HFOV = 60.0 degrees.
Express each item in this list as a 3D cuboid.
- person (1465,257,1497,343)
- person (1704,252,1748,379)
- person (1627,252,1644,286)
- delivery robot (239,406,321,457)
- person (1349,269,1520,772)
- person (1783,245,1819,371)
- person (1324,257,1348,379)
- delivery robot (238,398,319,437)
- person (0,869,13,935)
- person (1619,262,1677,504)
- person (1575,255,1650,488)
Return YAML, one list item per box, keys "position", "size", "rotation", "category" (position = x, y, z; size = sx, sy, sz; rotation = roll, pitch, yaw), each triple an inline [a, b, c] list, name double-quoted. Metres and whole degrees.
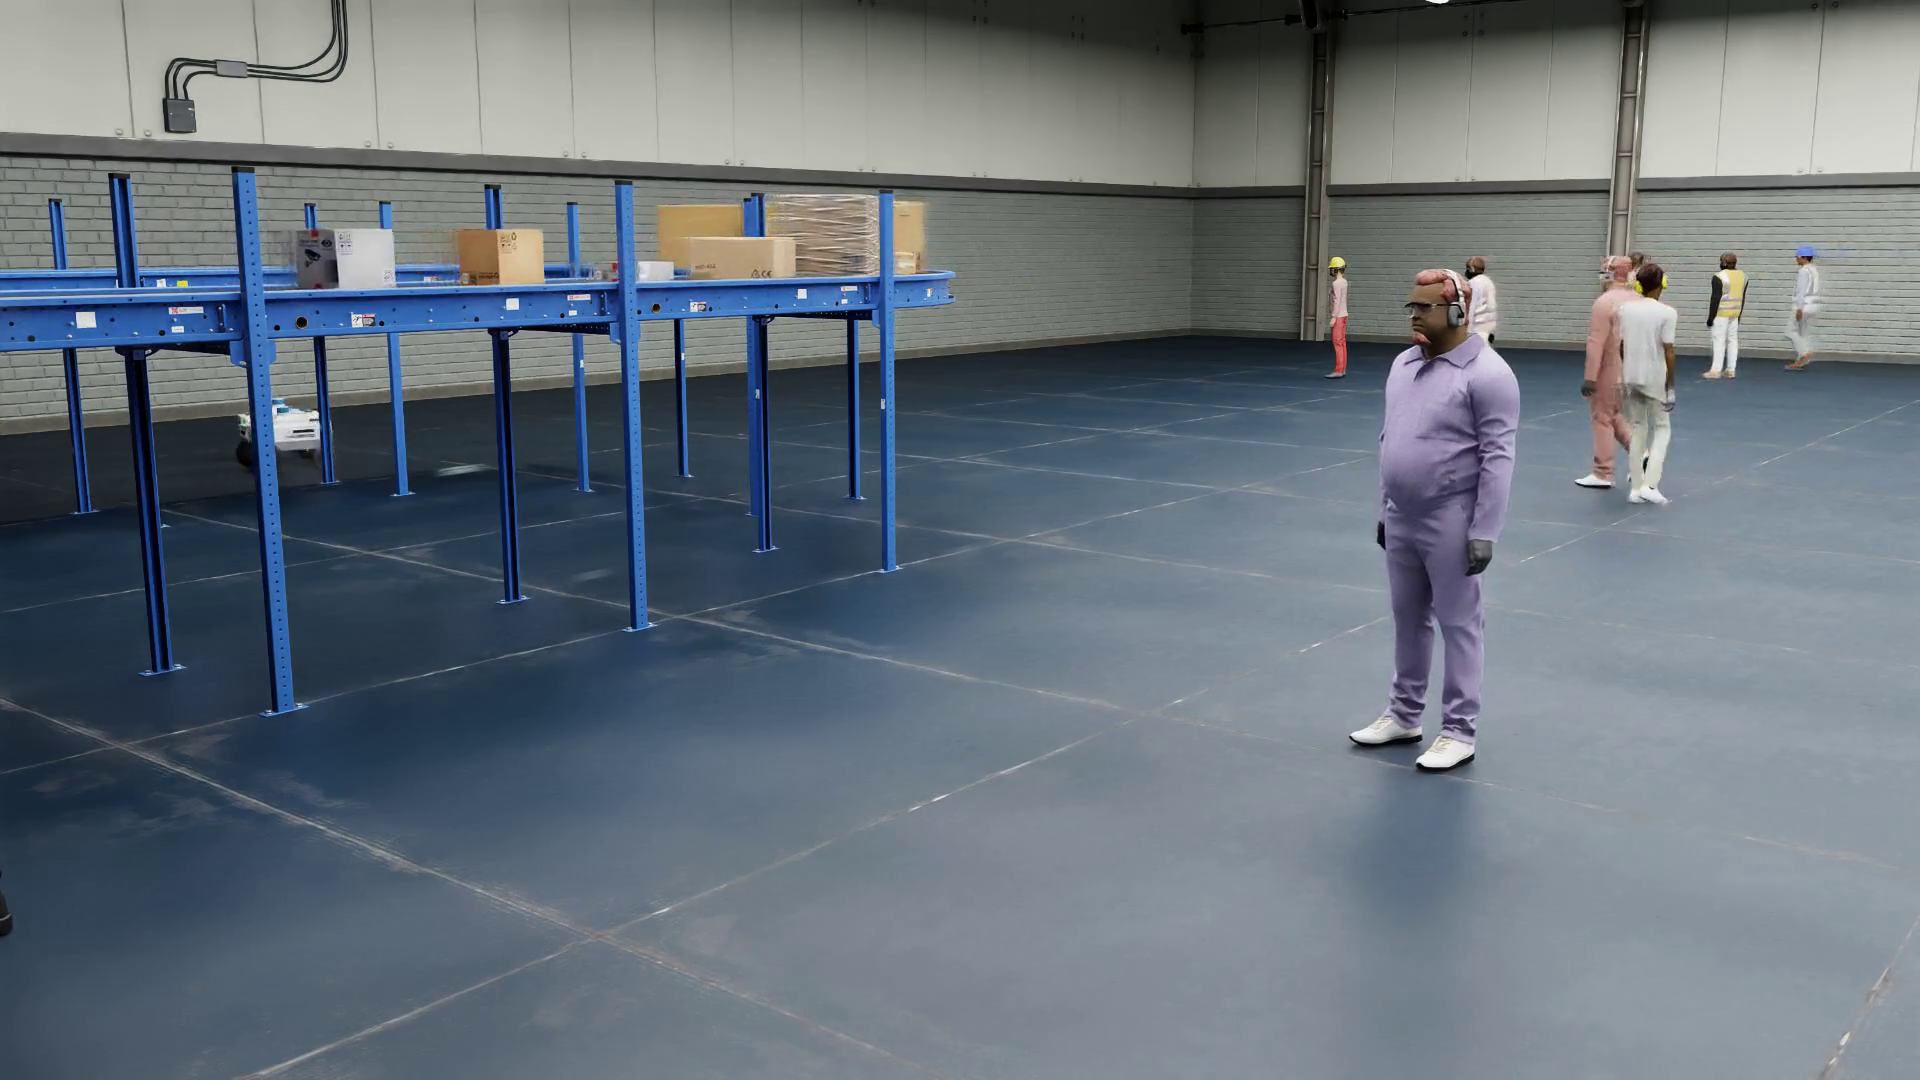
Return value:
- position: [6.592, -2.632, 20.853]
  size: [0.669, 1.811, 0.645]
  rotation: [7, 12, 35]
  category: "person"
- position: [11.243, -3.304, 24.458]
  size: [0.633, 1.841, 0.429]
  rotation: [-4, 11, -23]
  category: "person"
- position: [10.581, -3.612, 26.207]
  size: [0.504, 1.822, 0.646]
  rotation: [-7, 12, -32]
  category: "person"
- position: [-6.024, -0.949, 14.834]
  size: [0.707, 0.478, 0.477]
  rotation: [-7, 13, -35]
  category: "delivery robot"
- position: [1.817, -0.080, 6.412]
  size: [0.399, 1.909, 0.642]
  rotation: [-5, 11, -25]
  category: "person"
- position: [13.061, -3.593, 25.794]
  size: [0.437, 1.933, 0.643]
  rotation: [9, 13, 40]
  category: "person"
- position: [5.527, -3.265, 24.451]
  size: [0.326, 1.767, 0.533]
  rotation: [5, 11, 26]
  category: "person"
- position: [-6.379, -1.087, 15.595]
  size: [0.707, 0.478, 0.477]
  rotation: [-6, 12, -29]
  category: "delivery robot"
- position: [-2.996, 0.206, 4.743]
  size: [0.357, 1.938, 0.542]
  rotation: [-10, 14, -44]
  category: "person"
- position: [5.303, -1.194, 12.746]
  size: [0.445, 1.849, 0.545]
  rotation: [-7, 12, -34]
  category: "person"
- position: [5.351, -1.362, 13.571]
  size: [0.661, 1.893, 0.484]
  rotation: [-9, 13, -40]
  category: "person"
